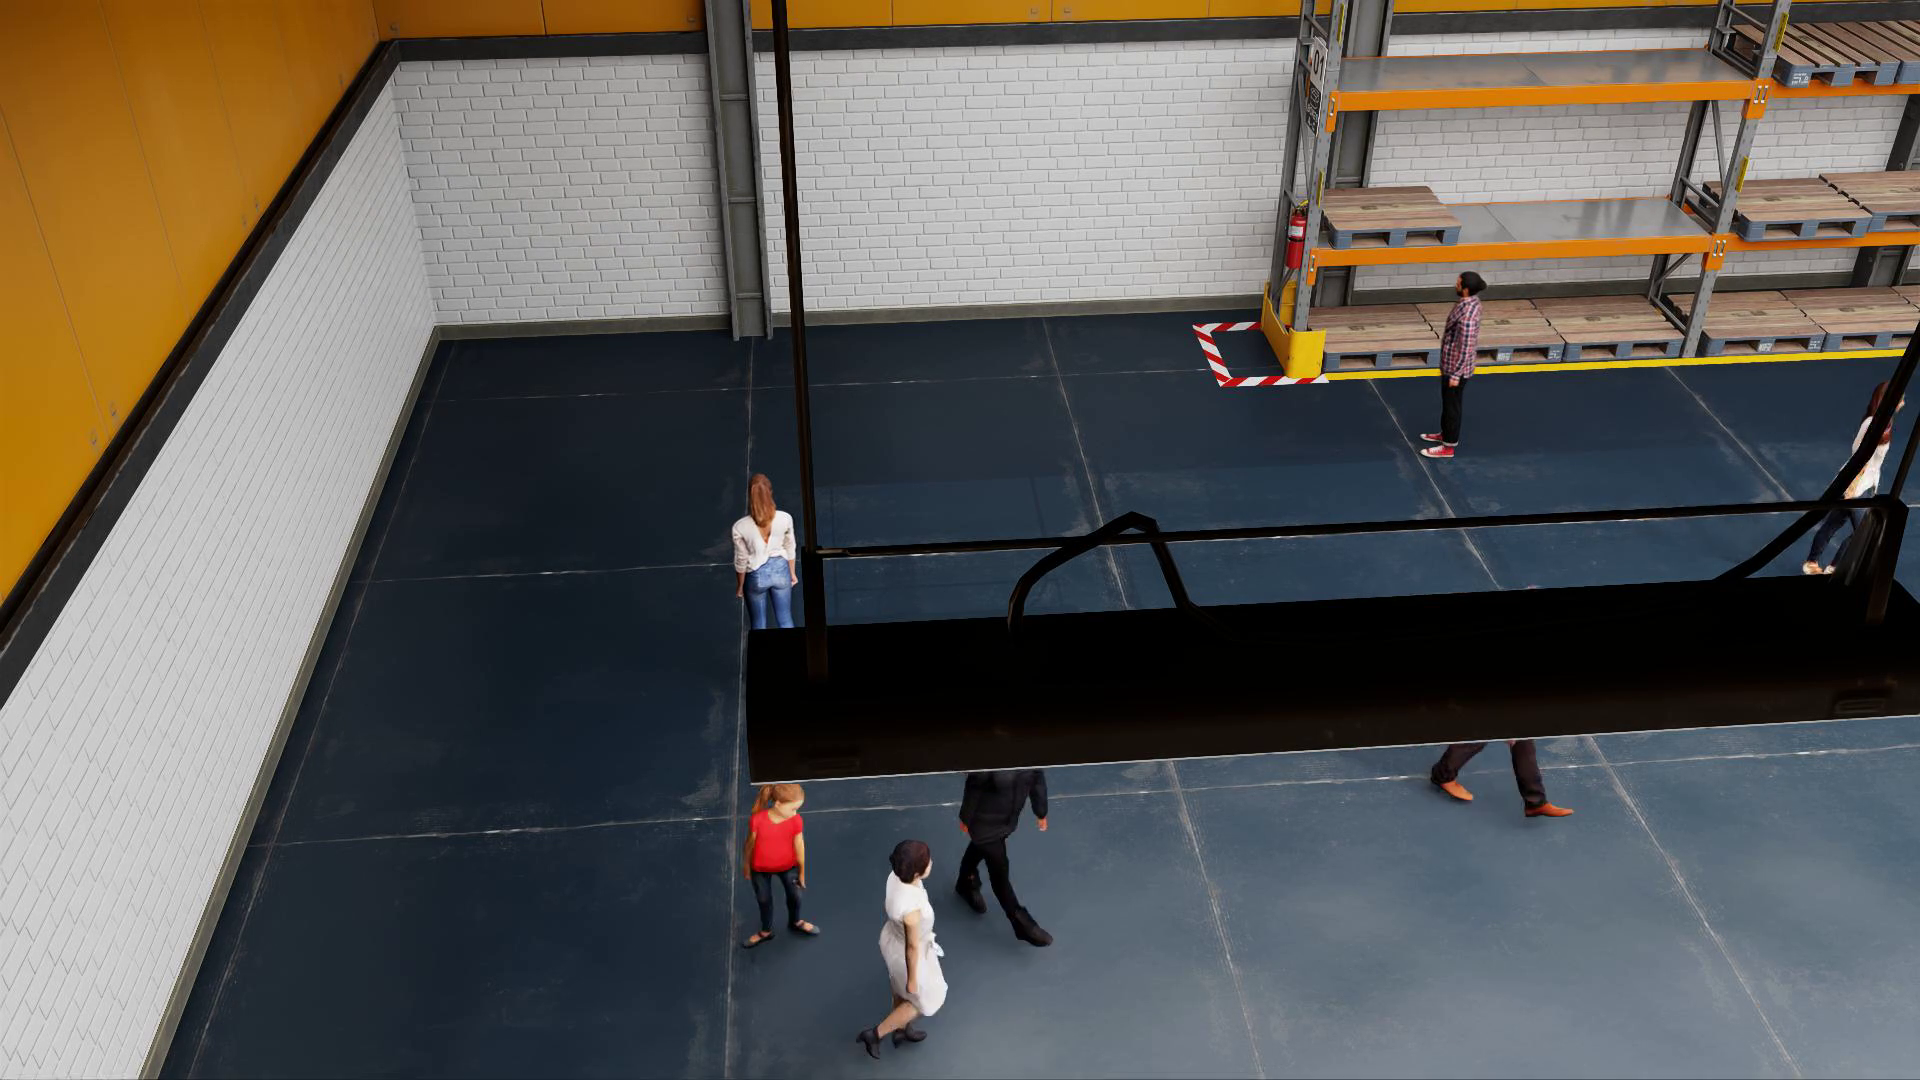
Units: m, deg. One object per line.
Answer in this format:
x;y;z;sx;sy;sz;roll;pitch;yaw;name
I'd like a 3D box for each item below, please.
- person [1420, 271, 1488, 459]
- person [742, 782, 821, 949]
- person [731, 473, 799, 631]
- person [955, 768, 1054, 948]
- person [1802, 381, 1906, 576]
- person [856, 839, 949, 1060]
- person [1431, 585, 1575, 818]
4.362;-1.554;14.582;0.708;1.761;0.758;7;34;11;person
-1.134;1.906;9.808;0.384;1.284;0.684;6;34;9;person
-1.377;0.287;11.850;0.557;1.719;0.729;-13;36;-18;person
0.142;1.600;9.885;1.071;1.709;1.072;-21;39;-29;person
6.859;-0.450;12.912;0.800;1.772;0.758;17;37;23;person
-0.352;2.272;9.025;0.825;1.540;0.682;-13;36;-18;person
3.427;1.017;10.716;1.251;1.759;1.194;25;41;33;person
